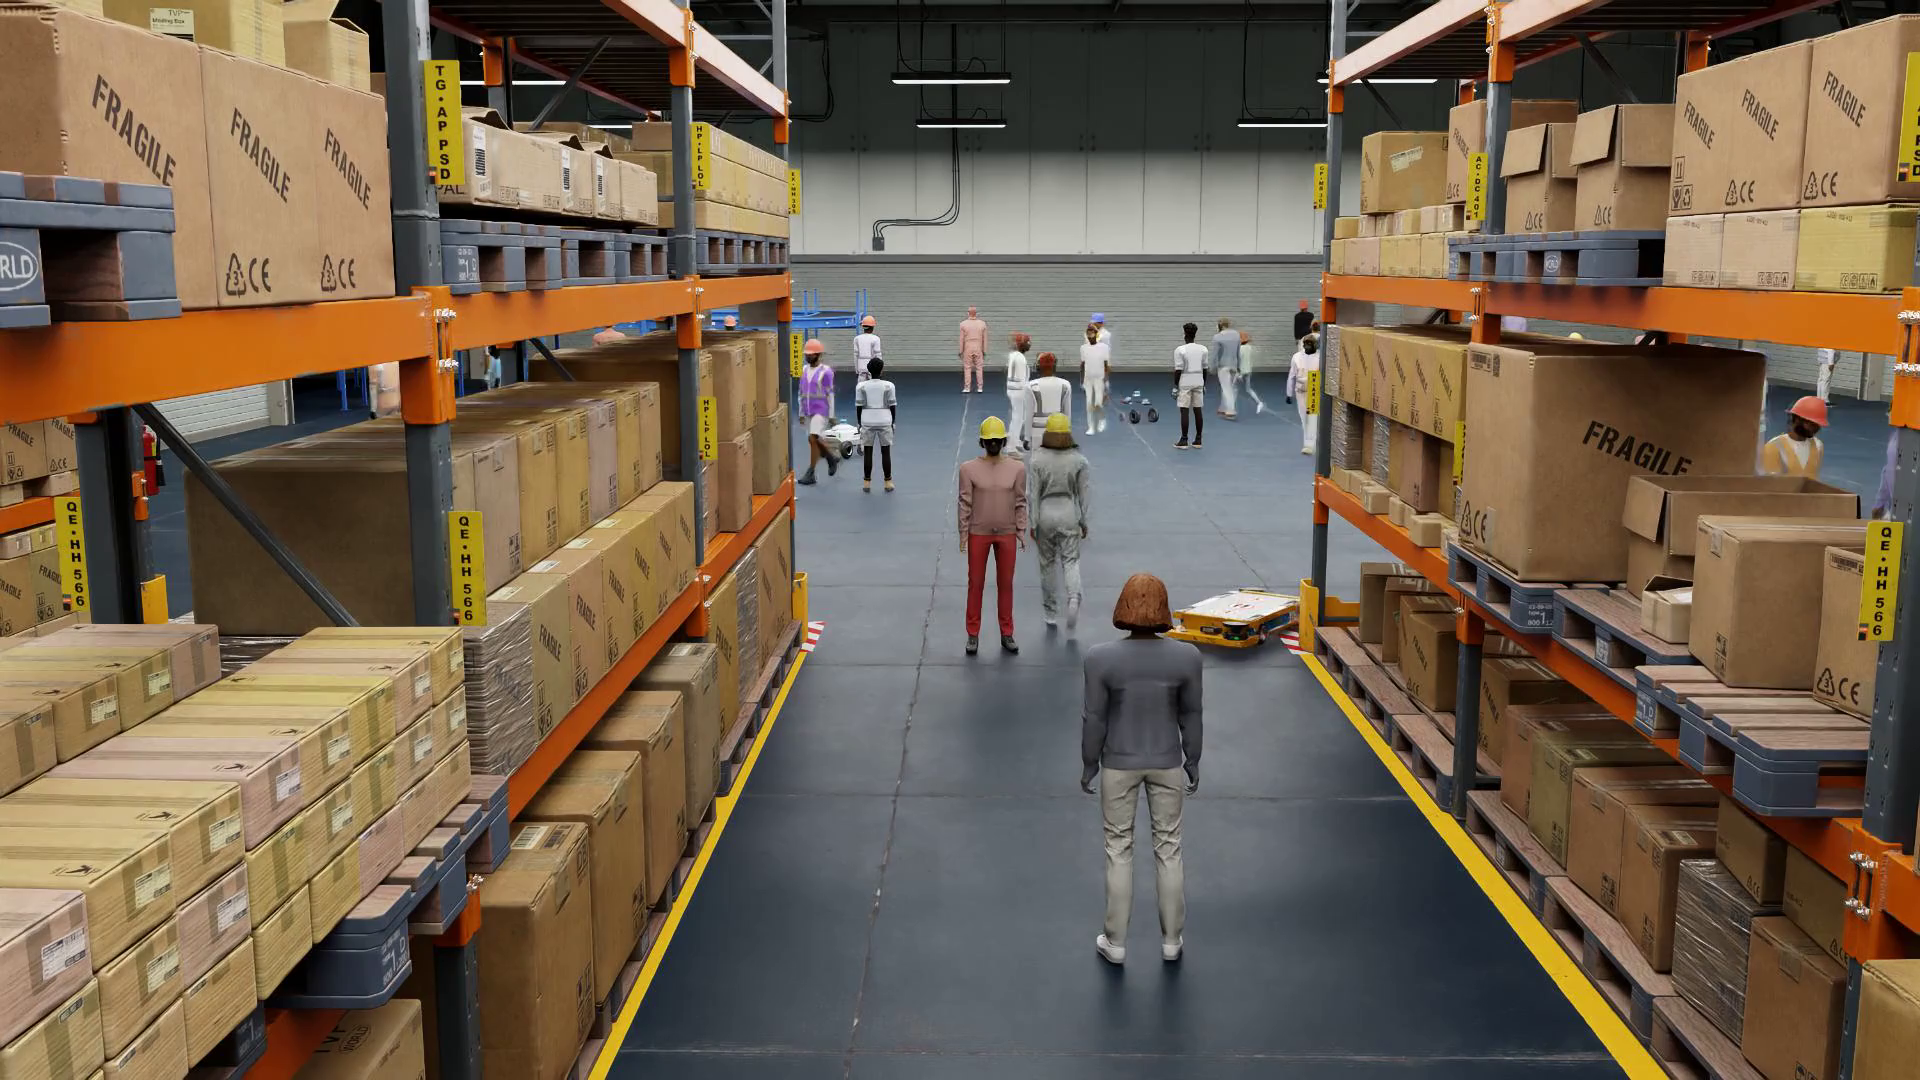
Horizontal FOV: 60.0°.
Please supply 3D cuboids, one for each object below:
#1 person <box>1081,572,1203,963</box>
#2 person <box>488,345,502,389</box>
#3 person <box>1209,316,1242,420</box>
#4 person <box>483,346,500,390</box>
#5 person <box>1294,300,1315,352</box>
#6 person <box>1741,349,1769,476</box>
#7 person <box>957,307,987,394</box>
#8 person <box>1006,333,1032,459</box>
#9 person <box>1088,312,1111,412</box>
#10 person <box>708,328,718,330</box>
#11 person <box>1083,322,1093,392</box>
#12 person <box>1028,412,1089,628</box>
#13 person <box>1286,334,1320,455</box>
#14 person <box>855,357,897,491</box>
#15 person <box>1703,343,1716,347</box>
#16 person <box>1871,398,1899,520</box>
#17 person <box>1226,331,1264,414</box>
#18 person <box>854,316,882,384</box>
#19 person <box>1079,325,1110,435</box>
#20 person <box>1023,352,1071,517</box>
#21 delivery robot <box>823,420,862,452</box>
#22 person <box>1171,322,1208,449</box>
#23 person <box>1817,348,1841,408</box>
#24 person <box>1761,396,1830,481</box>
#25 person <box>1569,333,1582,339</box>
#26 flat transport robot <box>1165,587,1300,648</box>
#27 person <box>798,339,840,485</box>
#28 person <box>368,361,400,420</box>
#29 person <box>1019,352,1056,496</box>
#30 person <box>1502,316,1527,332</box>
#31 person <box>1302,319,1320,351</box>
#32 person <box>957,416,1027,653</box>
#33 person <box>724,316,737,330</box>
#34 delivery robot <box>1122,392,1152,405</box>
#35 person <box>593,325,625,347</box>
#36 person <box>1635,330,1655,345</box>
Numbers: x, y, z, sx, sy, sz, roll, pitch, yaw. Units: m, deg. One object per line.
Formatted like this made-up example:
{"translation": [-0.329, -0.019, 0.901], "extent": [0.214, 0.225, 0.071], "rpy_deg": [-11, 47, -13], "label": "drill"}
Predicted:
{"translation": [0.752, 0.945, 6.900], "extent": [0.507, 1.632, 0.264], "rpy_deg": [-1, 9, -4], "label": "person"}
{"translation": [-7.435, -2.341, 26.431], "extent": [0.689, 1.670, 0.553], "rpy_deg": [-4, 10, -21], "label": "person"}
{"translation": [4.860, -3.196, 30.897], "extent": [0.642, 1.900, 0.880], "rpy_deg": [-6, 11, -33], "label": "person"}
{"translation": [-8.396, -2.994, 29.825], "extent": [0.317, 1.864, 0.516], "rpy_deg": [1, 10, 9], "label": "person"}
{"translation": [8.877, -5.218, 42.895], "extent": [0.652, 1.944, 0.553], "rpy_deg": [-4, 10, -21], "label": "person"}
{"translation": [9.316, -1.310, 19.653], "extent": [0.613, 1.900, 1.014], "rpy_deg": [-5, 11, -27], "label": "person"}
{"translation": [0.269, -4.204, 37.049], "extent": [0.689, 1.933, 0.491], "rpy_deg": [-2, 10, -13], "label": "person"}
{"translation": [0.923, -2.136, 24.661], "extent": [0.570, 1.861, 0.603], "rpy_deg": [-1, 10, -7], "label": "person"}
{"translation": [2.711, -3.474, 32.467], "extent": [0.487, 1.931, 0.640], "rpy_deg": [-6, 11, -33], "label": "person"}
{"translation": [-3.870, -2.355, 25.928], "extent": [0.674, 1.890, 0.568], "rpy_deg": [3, 10, 20], "label": "person"}
{"translation": [2.965, -4.081, 37.104], "extent": [0.538, 1.595, 0.844], "rpy_deg": [6, 11, 33], "label": "person"}
{"translation": [0.785, -0.149, 13.186], "extent": [0.492, 1.720, 0.675], "rpy_deg": [-1, 9, -4], "label": "person"}
{"translation": [5.232, -2.190, 25.127], "extent": [0.663, 1.812, 0.804], "rpy_deg": [6, 11, 31], "label": "person"}
{"translation": [-1.067, -1.475, 21.210], "extent": [0.532, 1.697, 0.319], "rpy_deg": [0, 9, 0], "label": "person"}
{"translation": [9.818, -1.664, 21.895], "extent": [0.570, 1.843, 0.373], "rpy_deg": [0, 9, 3], "label": "person"}
{"translation": [7.612, -0.260, 13.401], "extent": [0.996, 1.884, 0.628], "rpy_deg": [4, 10, 22], "label": "person"}
{"translation": [5.437, -3.184, 31.696], "extent": [0.707, 1.606, 0.499], "rpy_deg": [9, 13, 42], "label": "person"}
{"translation": [-1.654, -3.089, 30.150], "extent": [0.542, 1.939, 0.361], "rpy_deg": [4, 10, 23], "label": "person"}
{"translation": [2.256, -2.695, 28.044], "extent": [0.557, 1.851, 0.407], "rpy_deg": [4, 10, 21], "label": "person"}
{"translation": [0.989, -1.196, 18.979], "extent": [0.575, 1.885, 0.355], "rpy_deg": [-3, 10, -19], "label": "person"}
{"translation": [-1.755, -1.568, 25.024], "extent": [0.477, 0.478, 0.707], "rpy_deg": [5, 11, 28], "label": "delivery robot"}
{"translation": [3.593, -2.414, 26.023], "extent": [0.602, 1.967, 0.366], "rpy_deg": [-4, 10, -23], "label": "person"}
{"translation": [17.513, -3.596, 33.519], "extent": [0.404, 1.828, 0.592], "rpy_deg": [2, 10, 14], "label": "person"}
{"translation": [6.524, -0.201, 13.059], "extent": [0.548, 1.873, 0.969], "rpy_deg": [-2, 10, -10], "label": "person"}
{"translation": [9.949, -2.469, 26.960], "extent": [0.322, 1.765, 0.533], "rpy_deg": [9, 13, 43], "label": "person"}
{"translation": [2.246, 0.600, 13.169], "extent": [0.652, 0.197, 1.431], "rpy_deg": [7, 11, 34], "label": "flat transport robot"}
{"translation": [-1.871, -1.728, 22.121], "extent": [0.551, 1.909, 0.880], "rpy_deg": [7, 12, 35], "label": "person"}
{"translation": [-7.901, -1.841, 22.752], "extent": [0.477, 1.909, 0.629], "rpy_deg": [4, 10, 24], "label": "person"}
{"translation": [1.065, -1.386, 20.331], "extent": [0.532, 1.824, 0.990], "rpy_deg": [-8, 13, -41], "label": "person"}
{"translation": [13.552, -4.784, 40.509], "extent": [0.648, 1.878, 0.846], "rpy_deg": [8, 13, 41], "label": "person"}
{"translation": [6.638, -3.211, 31.161], "extent": [0.505, 1.845, 0.346], "rpy_deg": [1, 10, 6], "label": "person"}
{"translation": [0.245, -0.042, 12.421], "extent": [0.532, 1.768, 0.311], "rpy_deg": [-2, 10, -9], "label": "person"}
{"translation": [-4.204, -3.175, 30.727], "extent": [0.591, 1.912, 0.826], "rpy_deg": [-3, 10, -19], "label": "person"}
{"translation": [3.246, -2.605, 30.461], "extent": [0.335, 0.223, 0.698], "rpy_deg": [-5, 11, -30], "label": "delivery robot"}
{"translation": [-6.329, -3.116, 30.144], "extent": [0.610, 1.995, 0.375], "rpy_deg": [-3, 10, -18], "label": "person"}
{"translation": [13.646, -3.494, 33.096], "extent": [0.524, 1.770, 0.315], "rpy_deg": [8, 12, 40], "label": "person"}
